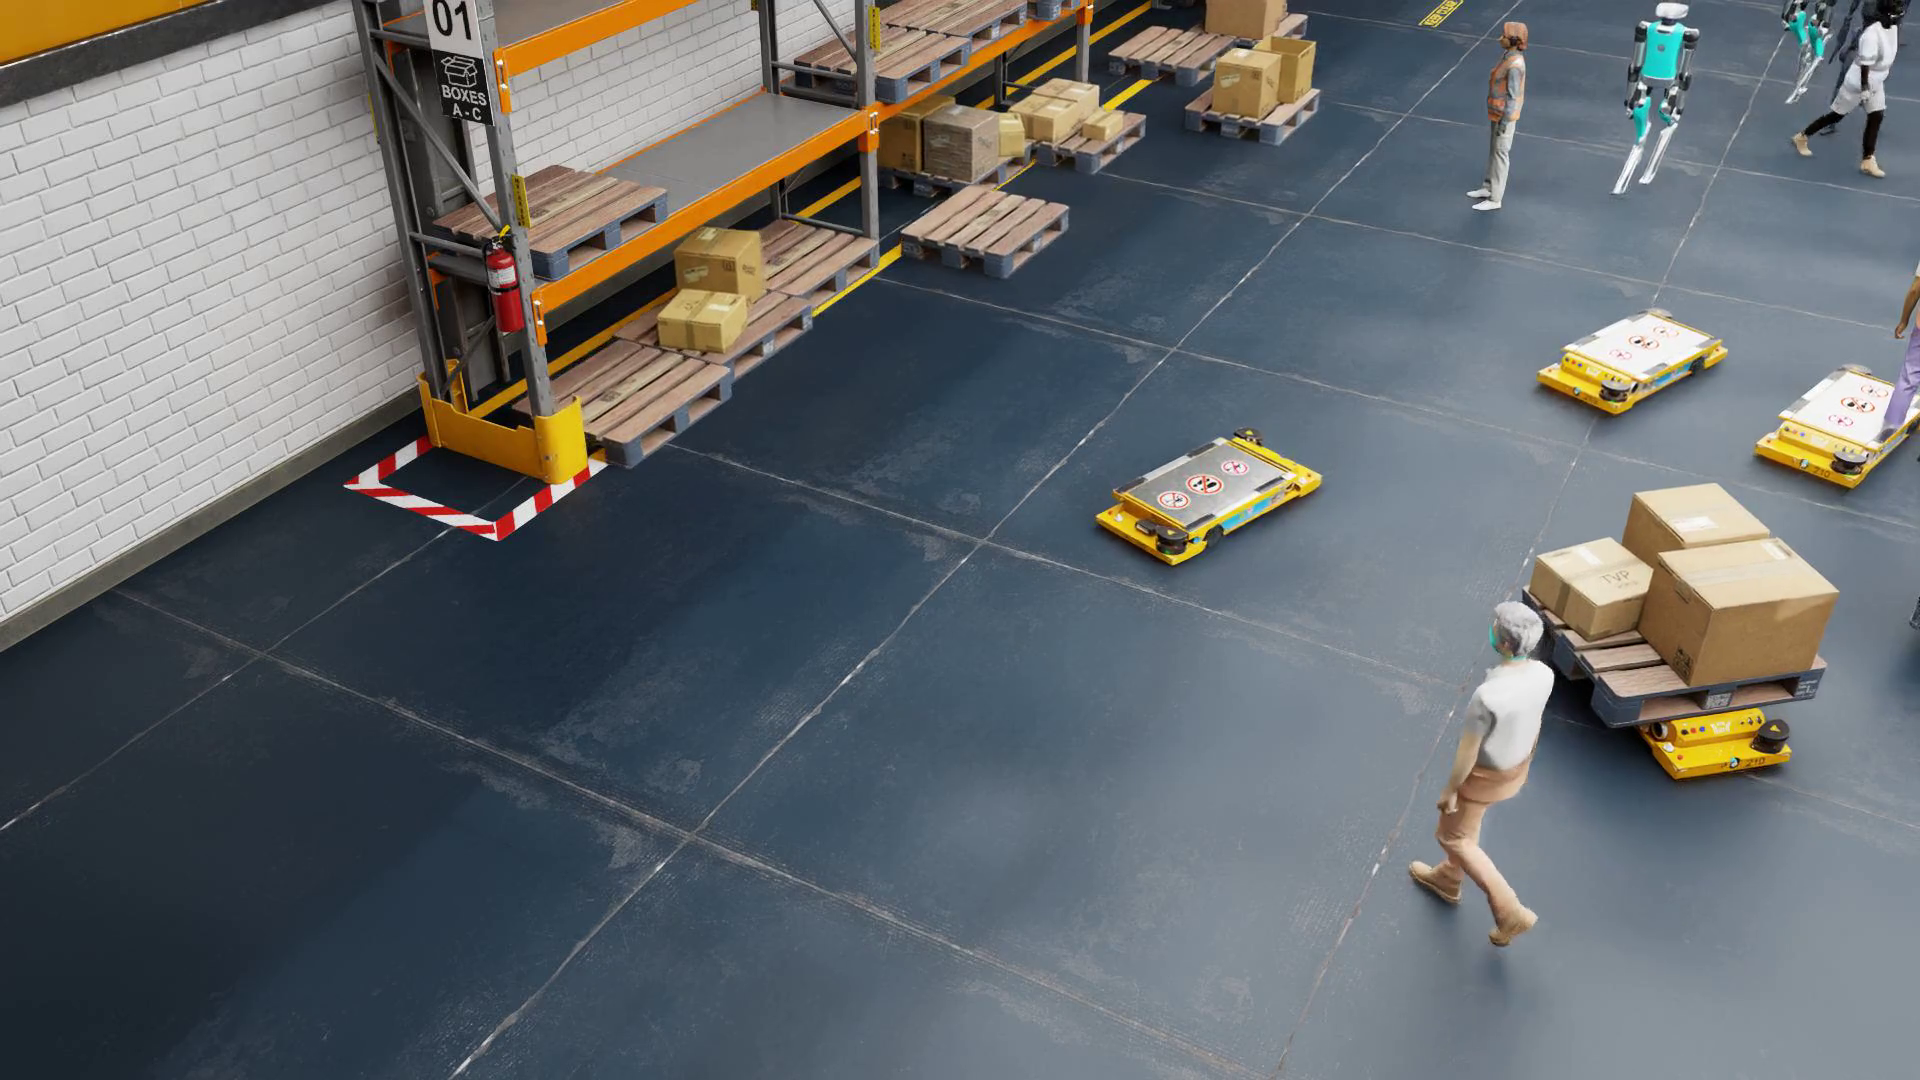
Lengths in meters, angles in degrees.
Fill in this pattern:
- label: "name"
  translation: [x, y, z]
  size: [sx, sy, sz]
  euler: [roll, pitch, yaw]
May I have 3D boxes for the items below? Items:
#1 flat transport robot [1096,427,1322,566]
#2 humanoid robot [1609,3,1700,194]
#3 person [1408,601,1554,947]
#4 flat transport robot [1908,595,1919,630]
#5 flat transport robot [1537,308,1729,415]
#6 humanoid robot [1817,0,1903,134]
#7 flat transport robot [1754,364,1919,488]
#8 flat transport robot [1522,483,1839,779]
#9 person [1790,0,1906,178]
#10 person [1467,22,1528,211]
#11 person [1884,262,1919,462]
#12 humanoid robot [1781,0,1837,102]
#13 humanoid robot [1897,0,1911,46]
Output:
- label: "flat transport robot"
  translation: [1.599, -0.294, 10.593]
  size: [1.431, 0.231, 0.659]
  euler: [-26, 41, -34]
- label: "humanoid robot"
  translation: [6.171, -3.898, 14.700]
  size: [0.548, 1.733, 0.987]
  euler: [22, 40, 30]
- label: "person"
  translation: [2.344, 1.035, 7.259]
  size: [0.491, 1.723, 0.626]
  euler: [-23, 40, -31]
- label: "flat transport robot"
  translation: [6.047, 0.563, 9.296]
  size: [0.659, 0.231, 1.431]
  euler: [25, 41, 32]
- label: "flat transport robot"
  translation: [4.931, -1.319, 12.143]
  size: [1.431, 0.231, 0.659]
  euler: [-23, 40, -31]
- label: "humanoid robot"
  translation: [8.780, -4.746, 16.072]
  size: [0.651, 1.631, 0.587]
  euler: [-19, 38, -26]
- label: "flat transport robot"
  translation: [6.072, -0.796, 11.352]
  size: [1.431, 0.231, 0.659]
  euler: [-28, 43, -35]
- label: "flat transport robot"
  translation: [3.797, 0.733, 9.039]
  size: [0.659, 0.231, 1.431]
  euler: [-7, 34, -10]
- label: "person"
  translation: [8.259, -4.226, 15.286]
  size: [0.524, 1.650, 0.875]
  euler: [-20, 38, -28]
- label: "person"
  translation: [4.717, -3.686, 14.478]
  size: [0.313, 1.641, 0.514]
  euler: [6, 34, 8]
- label: "person"
  translation: [6.388, -1.361, 10.777]
  size: [0.566, 1.844, 0.375]
  euler: [20, 39, 28]
- label: "humanoid robot"
  translation: [8.713, -5.316, 16.907]
  size: [0.830, 1.827, 0.540]
  euler: [-22, 39, -30]
- label: "humanoid robot"
  translation: [10.562, -6.289, 18.373]
  size: [0.599, 1.657, 0.315]
  euler: [-24, 41, -32]
